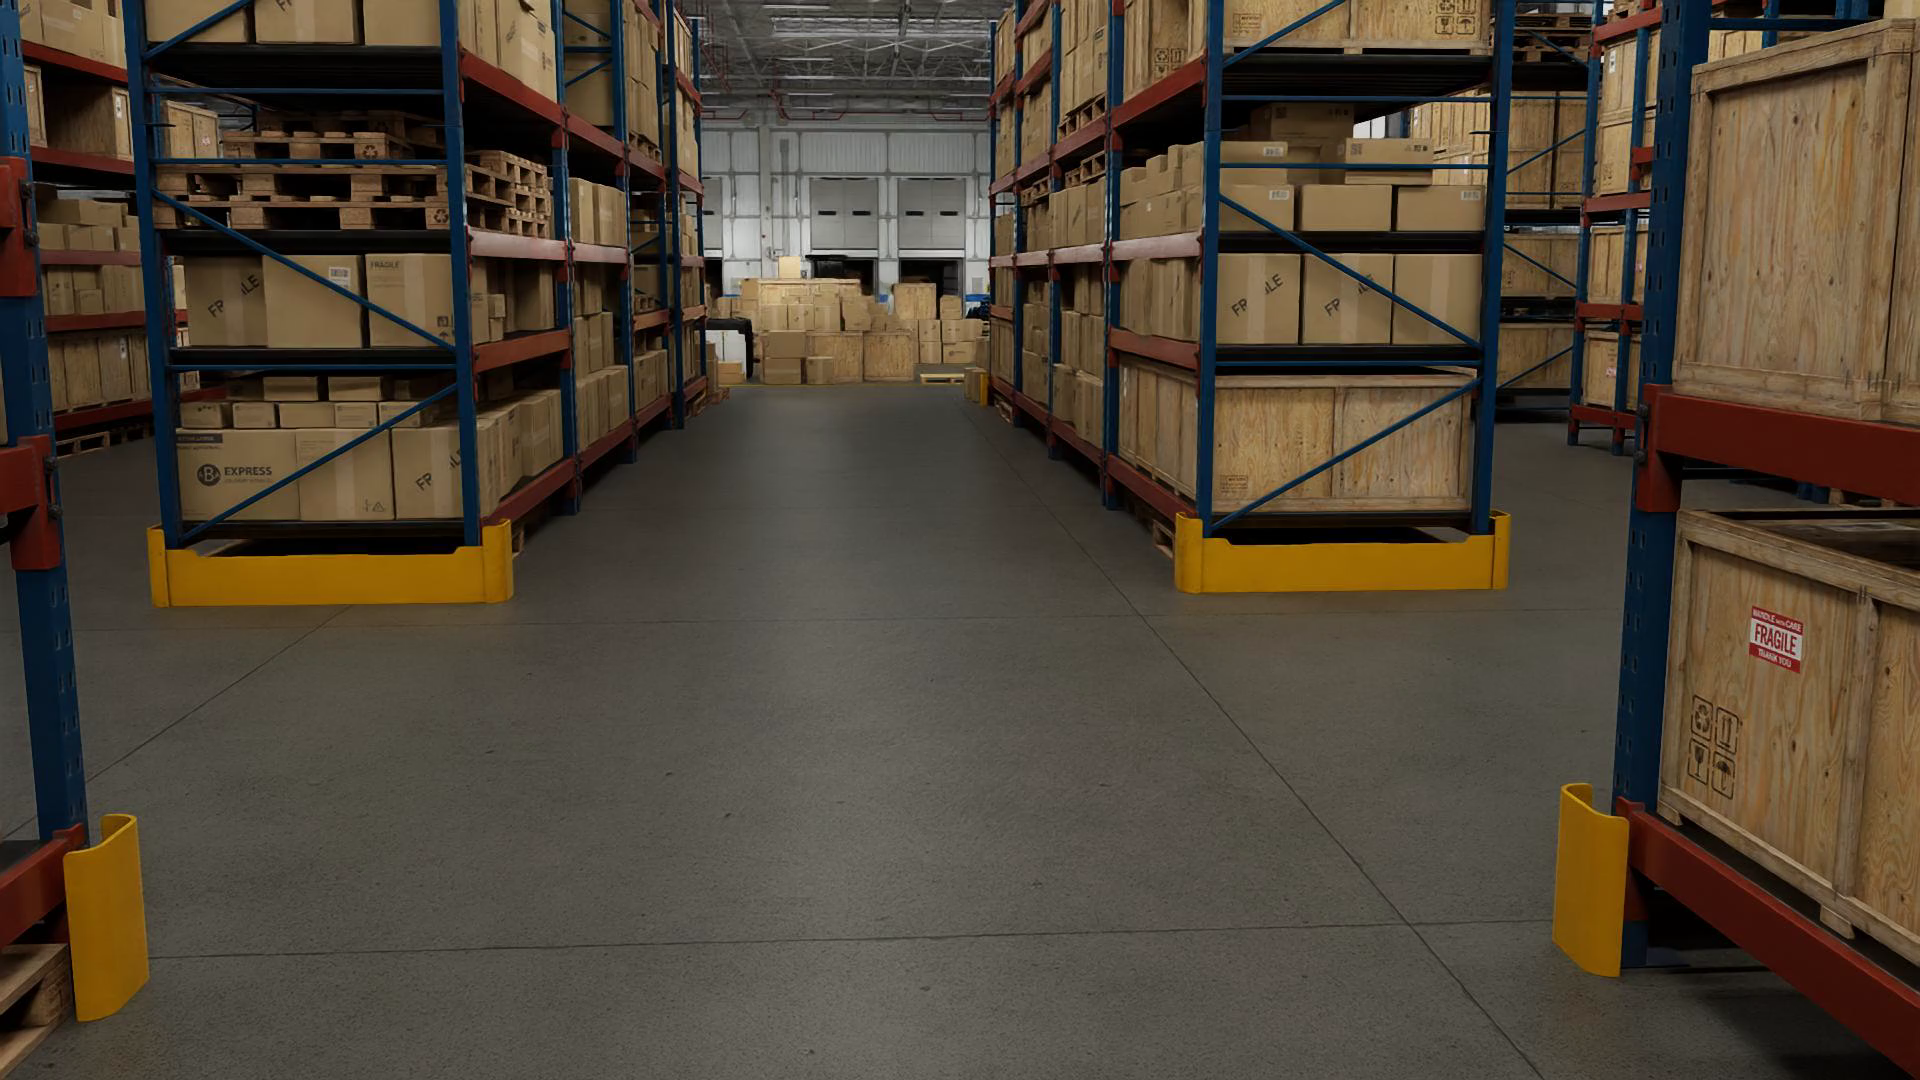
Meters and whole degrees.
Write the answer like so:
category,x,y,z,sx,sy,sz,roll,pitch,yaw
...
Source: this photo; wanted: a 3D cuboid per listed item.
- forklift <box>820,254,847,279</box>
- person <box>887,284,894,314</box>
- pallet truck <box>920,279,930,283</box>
category,x,y,z,sx,sy,sz,roll,pitch,yaw
forklift,-4.317,-8.378,56.937,1.129,2.768,1.873,4,10,24
person,-1.821,-5.892,44.391,0.997,1.903,0.636,1,9,9
pallet truck,-0.932,-8.922,63.114,1.885,1.965,0.823,2,9,13
